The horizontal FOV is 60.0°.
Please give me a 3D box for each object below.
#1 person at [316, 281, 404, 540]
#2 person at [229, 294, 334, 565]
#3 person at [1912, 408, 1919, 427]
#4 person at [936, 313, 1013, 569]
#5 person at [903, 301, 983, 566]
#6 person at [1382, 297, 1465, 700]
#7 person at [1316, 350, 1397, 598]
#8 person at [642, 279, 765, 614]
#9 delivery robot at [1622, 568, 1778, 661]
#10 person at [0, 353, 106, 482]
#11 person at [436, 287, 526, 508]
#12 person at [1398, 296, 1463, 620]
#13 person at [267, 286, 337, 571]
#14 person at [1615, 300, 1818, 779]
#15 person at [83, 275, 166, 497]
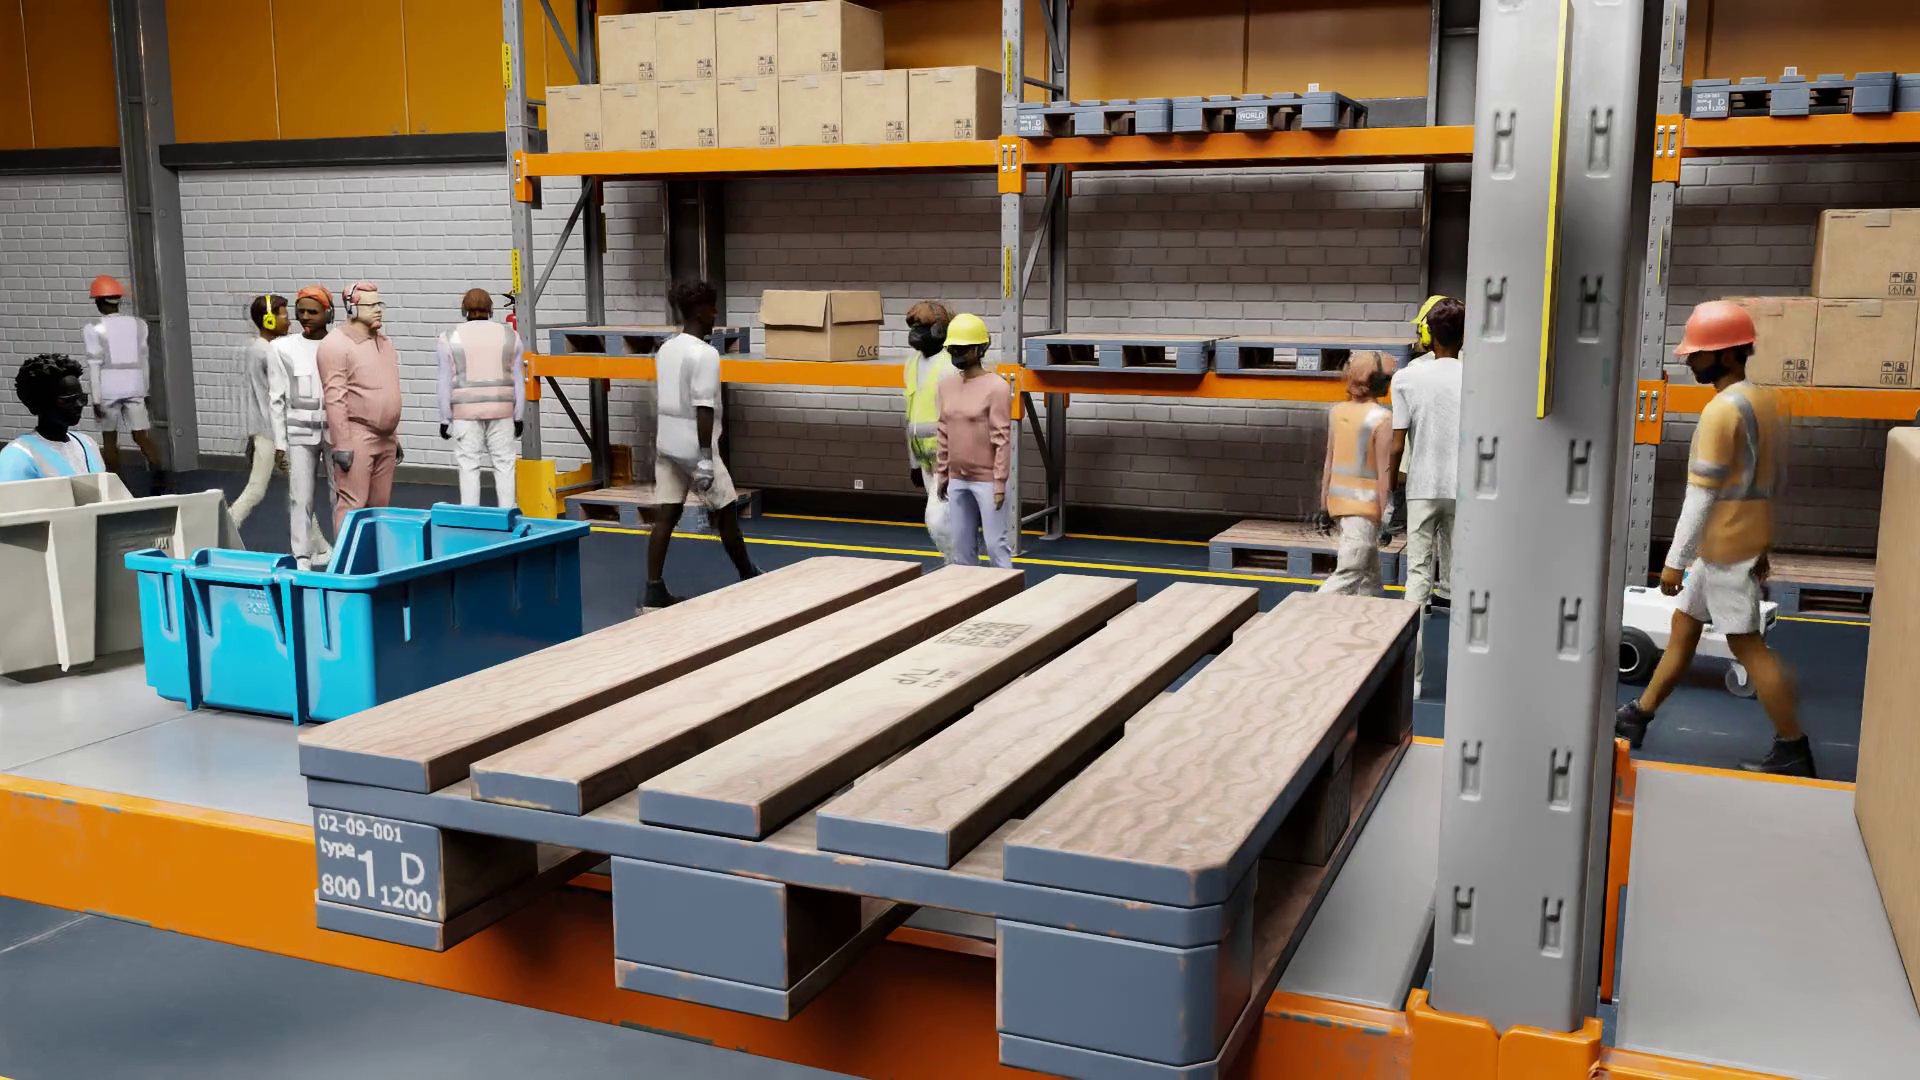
[{"bbox_3d":[-3.587,-0.607,10.111,0.401,1.910,0.641,2,10,14],"label":"person"},{"bbox_3d":[-4.531,-0.687,10.865,0.987,1.828,0.537,-5,11,-27],"label":"person"},{"bbox_3d":[3.435,0.070,5.655,0.536,2.000,0.672,-2,10,-14],"label":"person"},{"bbox_3d":[0.061,-0.322,8.863,0.528,1.758,0.368,9,13,43],"label":"person"},{"bbox_3d":[-0.064,-0.453,9.519,0.526,1.807,0.637,-6,11,-33],"label":"person"},{"bbox_3d":[2.220,-0.181,7.686,0.514,1.866,0.329,2,10,12],"label":"person"},{"bbox_3d":[1.911,-0.132,8.188,0.826,1.605,0.516,-3,10,-19],"label":"person"},{"bbox_3d":[-1.460,-0.544,9.686,0.975,1.916,0.631,-8,12,-40],"label":"person"},{"bbox_3d":[3.513,0.377,7.979,0.707,0.478,0.477,8,12,38],"label":"delivery robot"},{"bbox_3d":[-3.301,0.164,6.126,0.320,1.691,0.538,0,9,3],"label":"person"},{"bbox_3d":[-3.487,-0.915,12.151,0.626,1.843,0.429,-5,10,-25],"label":"person"},{"bbox_3d":[2.696,-0.465,9.473,0.600,1.833,0.404,-7,12,-35],"label":"person"},{"bbox_3d":[-3.907,-0.607,10.181,0.575,1.882,0.360,-4,10,-24],"label":"person"},{"bbox_3d":[2.967,0.006,6.560,0.990,1.876,0.549,7,12,38],"label":"person"},{"bbox_3d":[-7.018,-1.253,13.943,0.774,1.919,0.555,8,12,39],"label":"person"}]
